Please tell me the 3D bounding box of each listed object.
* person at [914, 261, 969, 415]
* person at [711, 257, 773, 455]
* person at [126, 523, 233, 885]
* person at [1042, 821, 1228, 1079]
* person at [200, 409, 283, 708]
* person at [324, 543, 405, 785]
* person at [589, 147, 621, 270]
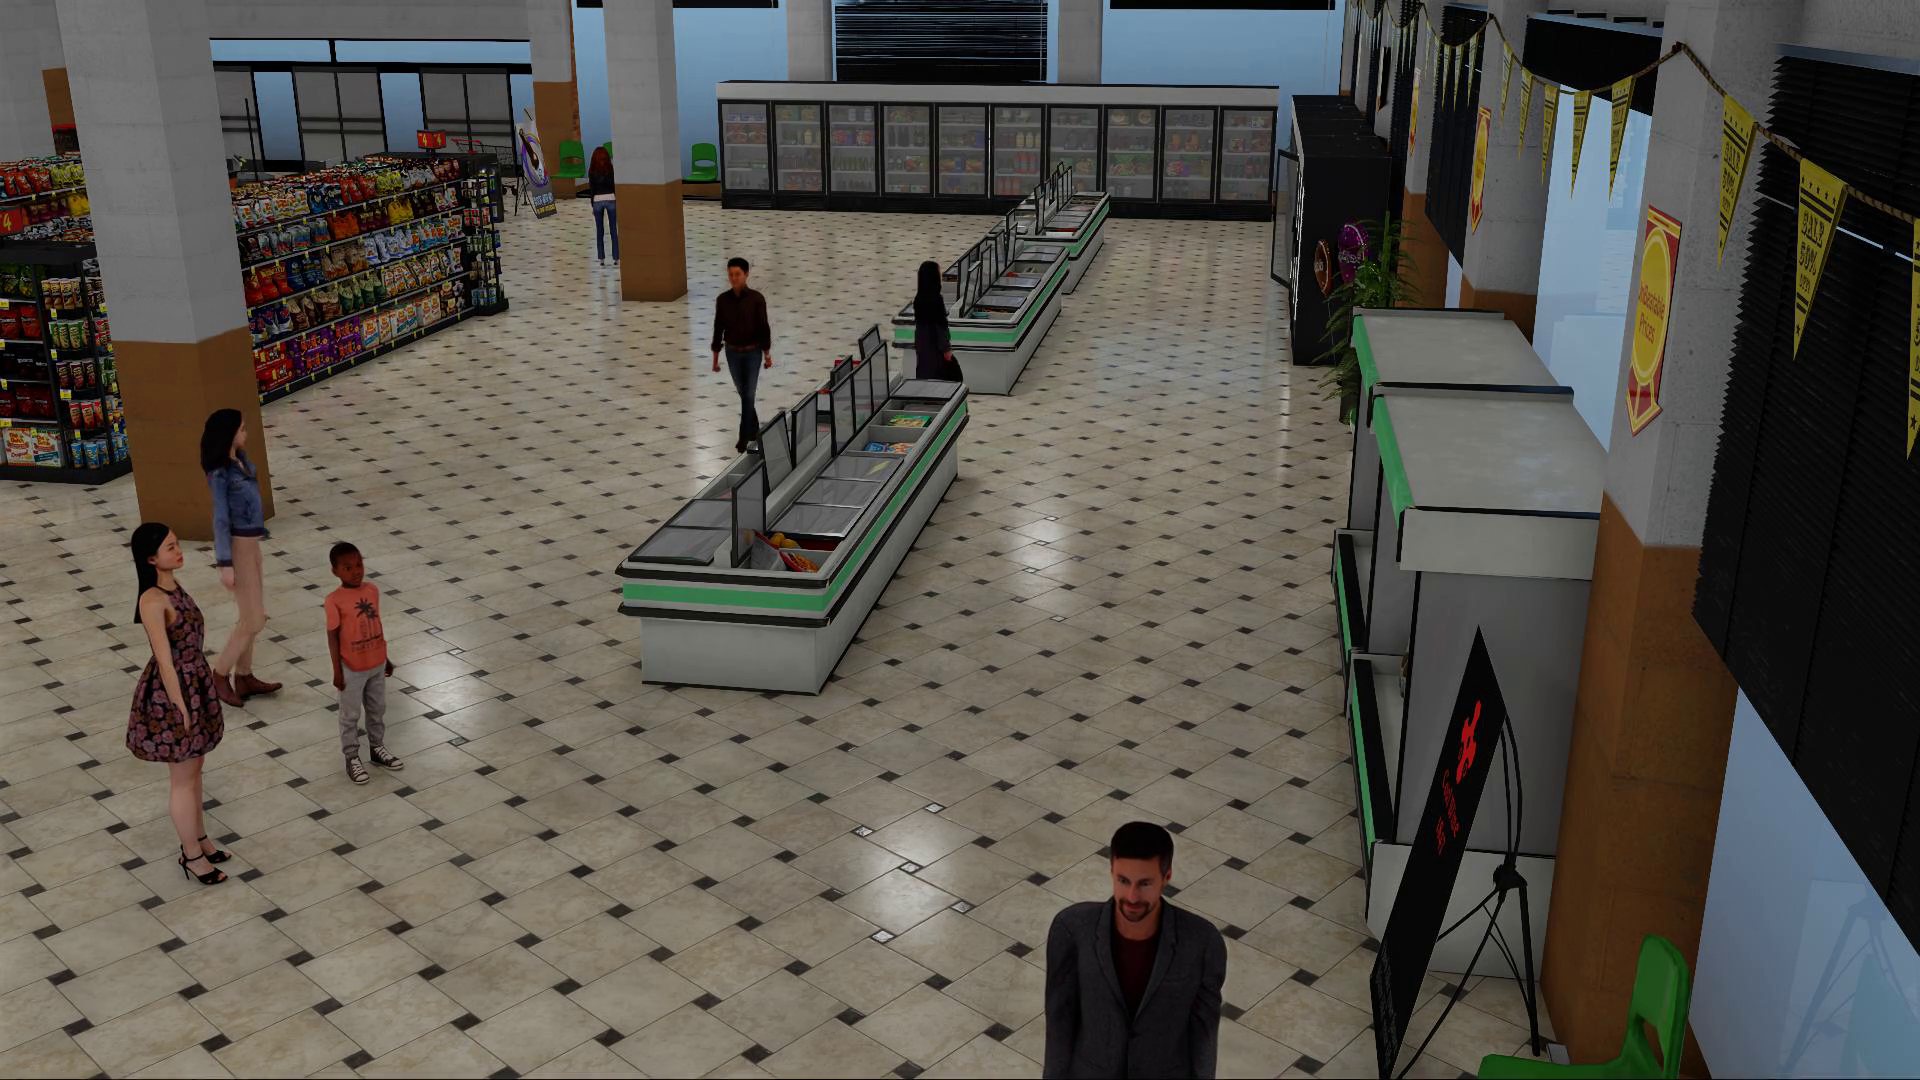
[{"bbox_3d":[-0.321,-1.812,15.728,0.965,1.591,1.076,-6,20,-17],"label":"person"},{"bbox_3d":[-1.946,-1.674,15.103,0.686,1.728,1.107,2,19,7],"label":"person"},{"bbox_3d":[-3.650,0.763,7.803,0.833,1.774,0.741,-4,19,-13],"label":"person"},{"bbox_3d":[0.498,1.674,4.945,0.681,1.874,0.595,2,19,7],"label":"person"},{"bbox_3d":[-4.259,0.119,9.738,0.840,1.757,0.719,0,19,0],"label":"person"},{"bbox_3d":[-3.220,0.636,8.905,0.621,1.310,0.524,14,23,36],"label":"person"},{"bbox_3d":[-5.266,-4.935,24.680,0.631,1.787,0.631,-2,19,-6],"label":"person"}]
